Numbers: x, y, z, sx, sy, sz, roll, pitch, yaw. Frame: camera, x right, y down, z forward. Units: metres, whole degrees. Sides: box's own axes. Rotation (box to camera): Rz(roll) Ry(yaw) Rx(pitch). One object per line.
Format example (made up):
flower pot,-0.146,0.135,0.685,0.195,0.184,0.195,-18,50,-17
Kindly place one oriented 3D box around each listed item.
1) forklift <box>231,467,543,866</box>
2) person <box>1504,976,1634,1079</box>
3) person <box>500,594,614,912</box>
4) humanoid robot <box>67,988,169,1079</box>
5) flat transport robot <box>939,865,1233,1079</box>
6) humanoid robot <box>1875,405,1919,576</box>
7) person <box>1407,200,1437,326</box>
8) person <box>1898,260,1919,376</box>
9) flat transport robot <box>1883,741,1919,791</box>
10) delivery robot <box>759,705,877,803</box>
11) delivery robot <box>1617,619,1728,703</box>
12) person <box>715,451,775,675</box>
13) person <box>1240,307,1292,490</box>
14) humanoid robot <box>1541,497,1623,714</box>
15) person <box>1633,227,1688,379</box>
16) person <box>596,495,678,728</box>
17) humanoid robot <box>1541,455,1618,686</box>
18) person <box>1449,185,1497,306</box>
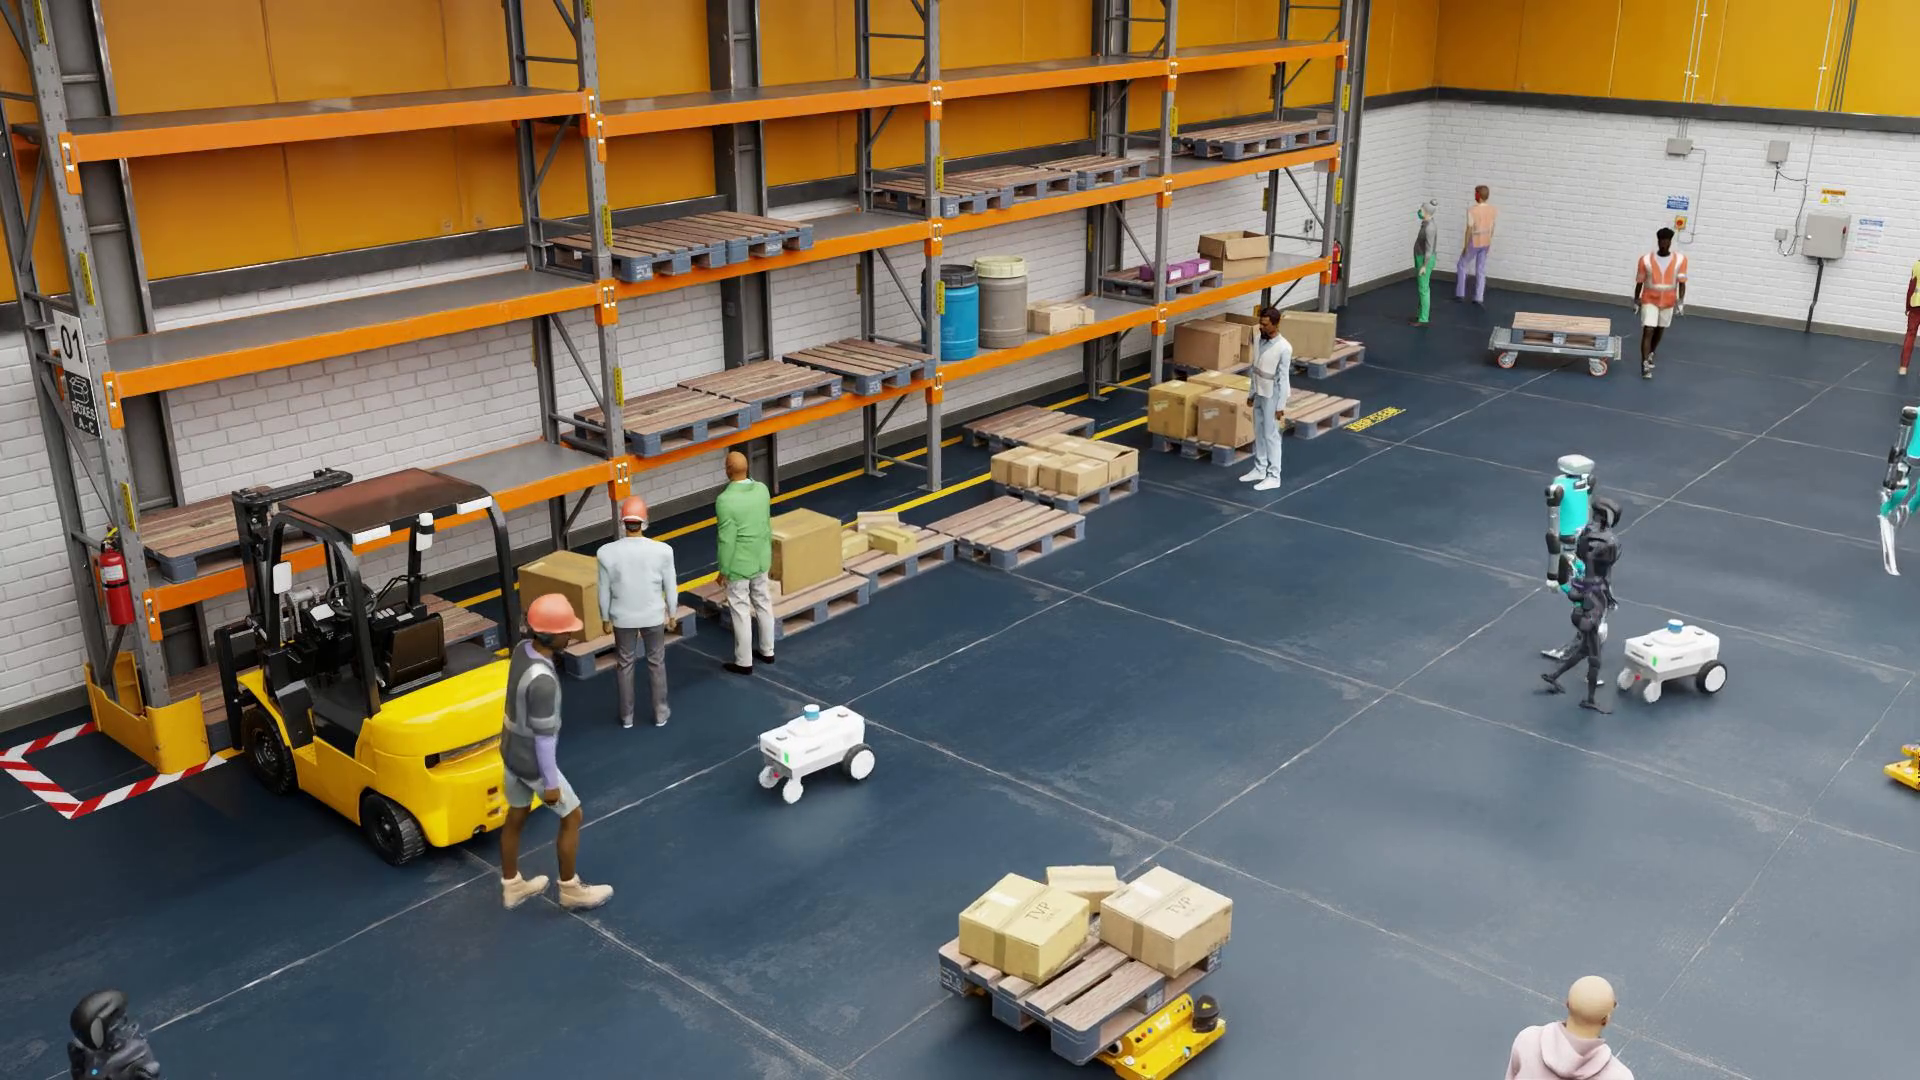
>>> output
forklift,-3.730,0.710,10.856,2.313,2.155,1.214,17,26,38
person,2.361,2.510,6.579,0.536,1.775,0.409,16,25,36
person,-2.410,1.255,9.665,0.663,2.004,0.604,-10,23,-26
humanoid robot,-3.345,2.520,6.732,0.607,1.623,0.738,8,22,20
flat transport robot,0.652,2.432,8.962,1.431,0.231,0.659,19,27,41
humanoid robot,8.580,-0.574,15.065,0.559,1.814,0.885,5,21,13
person,6.762,-4.042,24.238,0.325,1.837,0.523,5,21,13
person,12.477,-2.994,21.497,0.476,1.767,0.358,13,24,31
flat transport robot,7.121,1.539,11.381,1.431,0.231,0.659,-9,22,-22
delivery robot,-0.984,1.414,11.331,0.815,0.611,0.499,-17,26,-39
delivery robot,5.445,0.905,12.711,0.813,0.612,0.499,-9,22,-23
person,-1.673,0.174,12.894,0.383,1.781,0.547,16,26,37
person,3.195,-1.472,17.176,0.388,1.911,0.591,-7,21,-19
humanoid robot,4.653,0.445,12.377,0.623,1.655,0.615,13,24,32
person,9.079,-3.114,21.619,0.605,1.917,0.984,4,21,11
person,-2.322,0.521,12.012,0.572,1.742,0.352,-3,21,-9
humanoid robot,4.857,0.271,12.736,0.530,1.764,0.852,-15,25,-35
person,7.911,-4.561,25.666,0.581,1.815,0.723,-8,22,-22
